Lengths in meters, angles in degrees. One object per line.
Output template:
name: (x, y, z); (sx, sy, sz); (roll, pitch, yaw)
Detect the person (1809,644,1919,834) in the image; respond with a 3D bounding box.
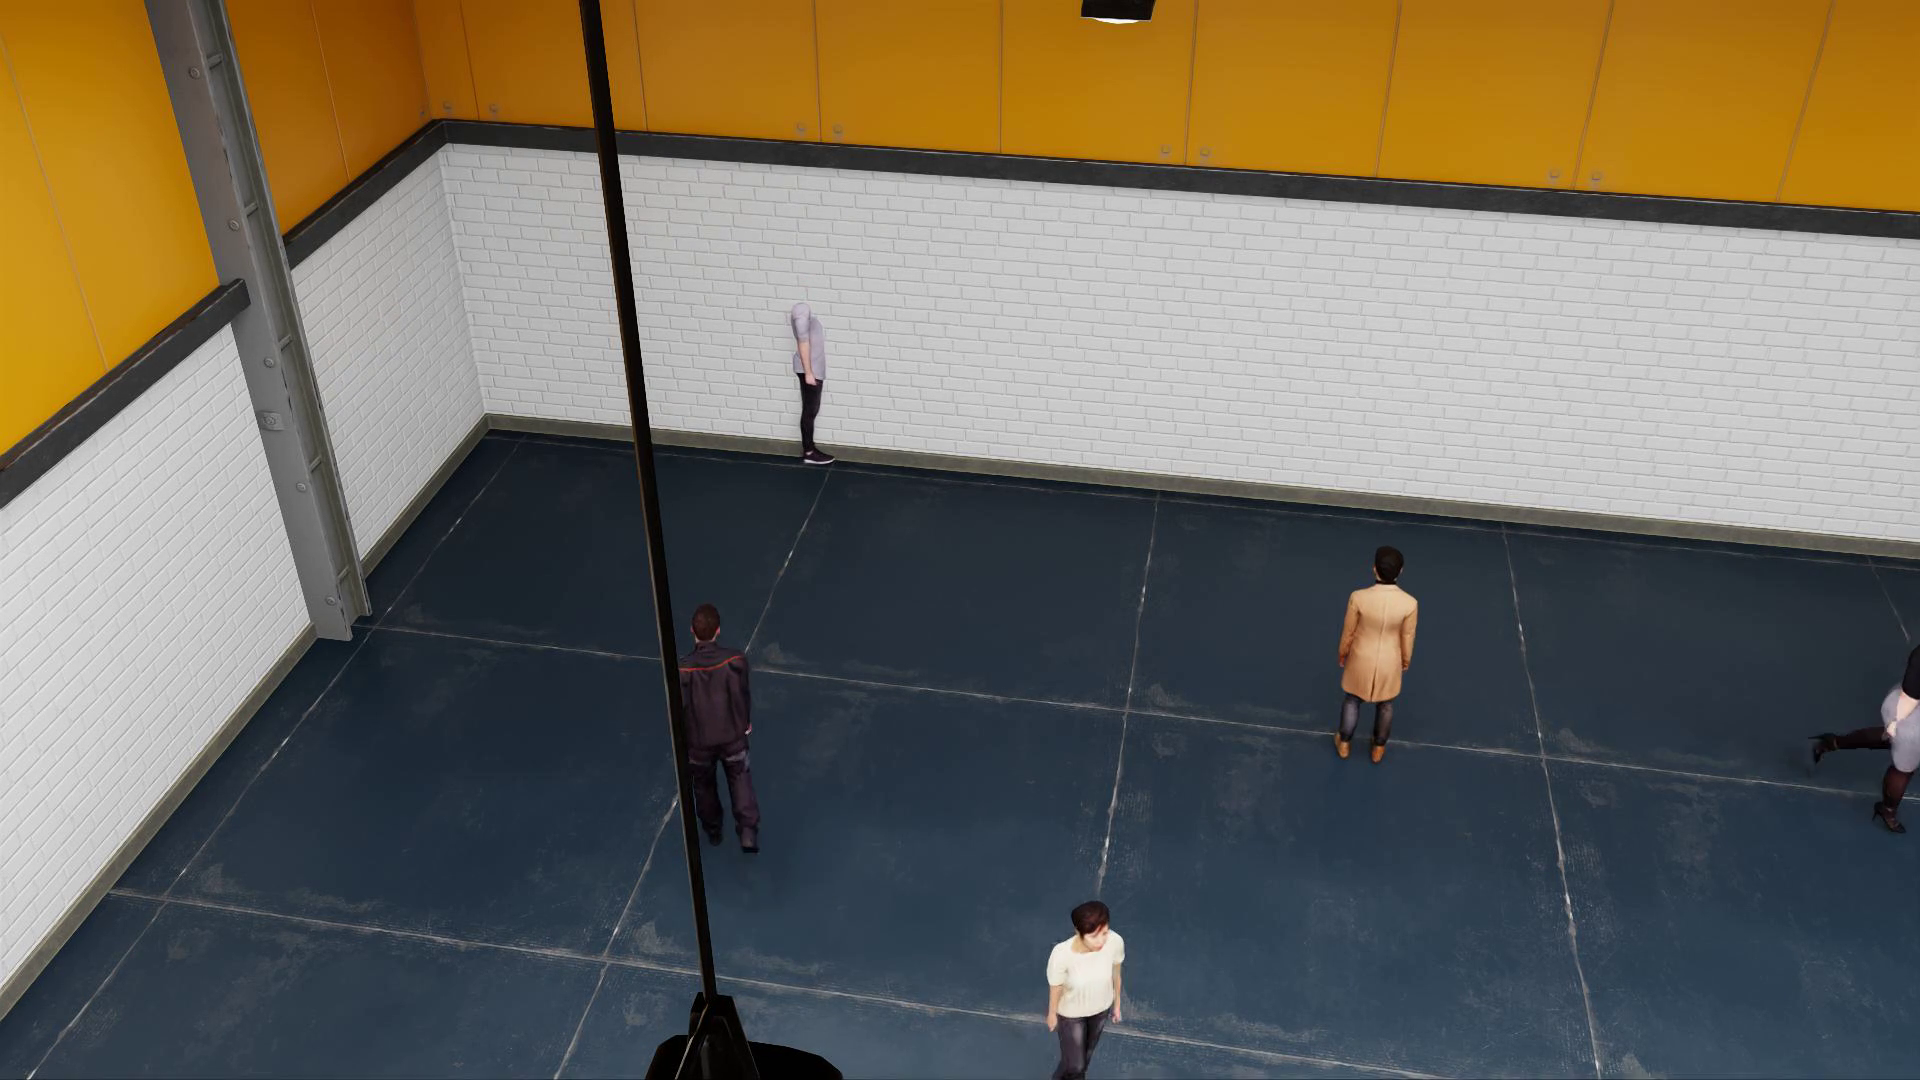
person: (6.221, 1.116, 11.059); (1.064, 1.736, 1.057); (-28, 43, -35)

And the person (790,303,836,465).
person: (-1.358, -1.587, 15.036); (0.759, 1.835, 0.570); (1, 34, 2)

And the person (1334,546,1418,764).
person: (2.871, 0.812, 11.529); (0.653, 1.723, 0.615); (8, 34, 11)

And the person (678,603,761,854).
person: (-1.546, 1.292, 10.651); (0.947, 1.895, 1.083); (-11, 35, -16)

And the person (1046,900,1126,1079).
person: (0.640, 2.504, 9.114); (0.693, 1.577, 0.725); (-16, 37, -22)
